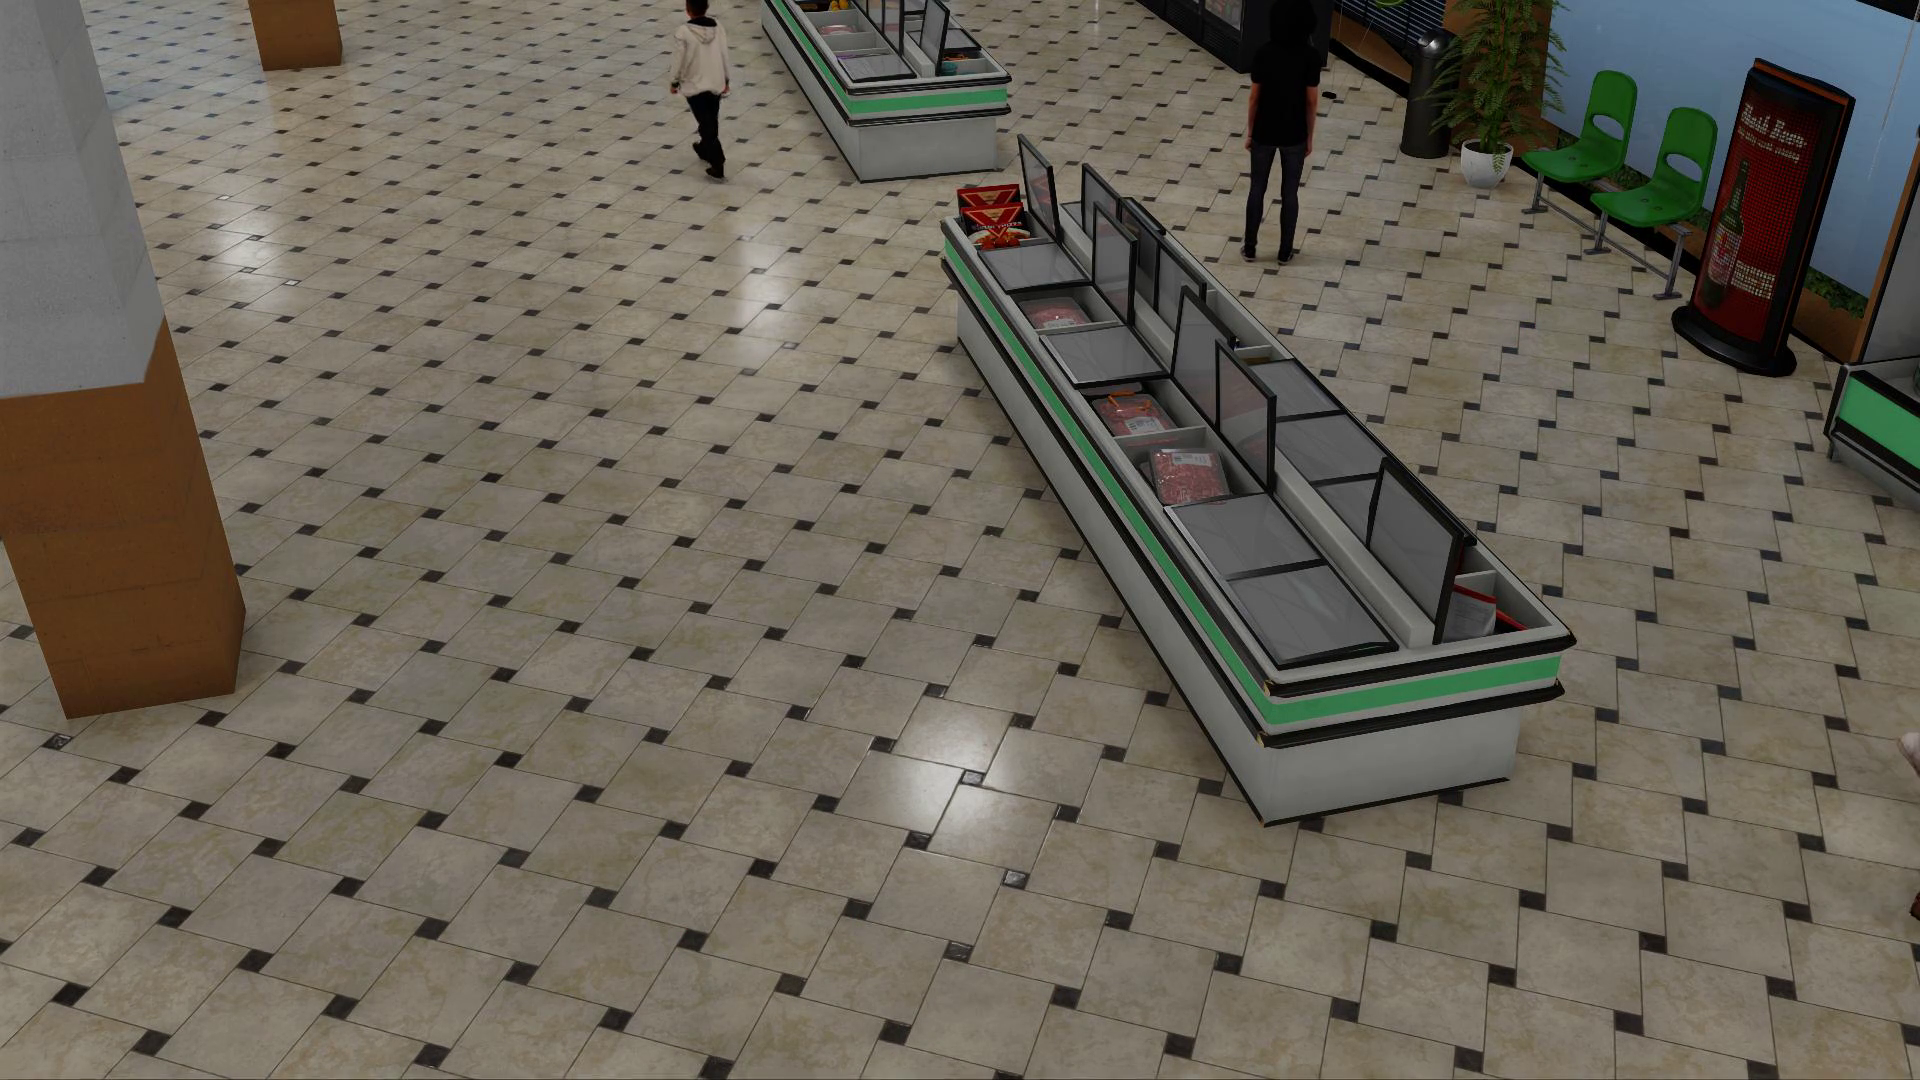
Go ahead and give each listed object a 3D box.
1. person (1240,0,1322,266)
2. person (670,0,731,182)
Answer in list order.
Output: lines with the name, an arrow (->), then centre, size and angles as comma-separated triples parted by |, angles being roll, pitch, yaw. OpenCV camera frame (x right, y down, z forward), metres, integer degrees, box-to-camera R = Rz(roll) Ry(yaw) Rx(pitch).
person -> 2.171, -2.778, 11.306 | 0.702, 1.826, 0.712 | 9, 33, 14
person -> -1.939, -3.473, 12.803 | 0.787, 1.425, 0.970 | -22, 38, -31
